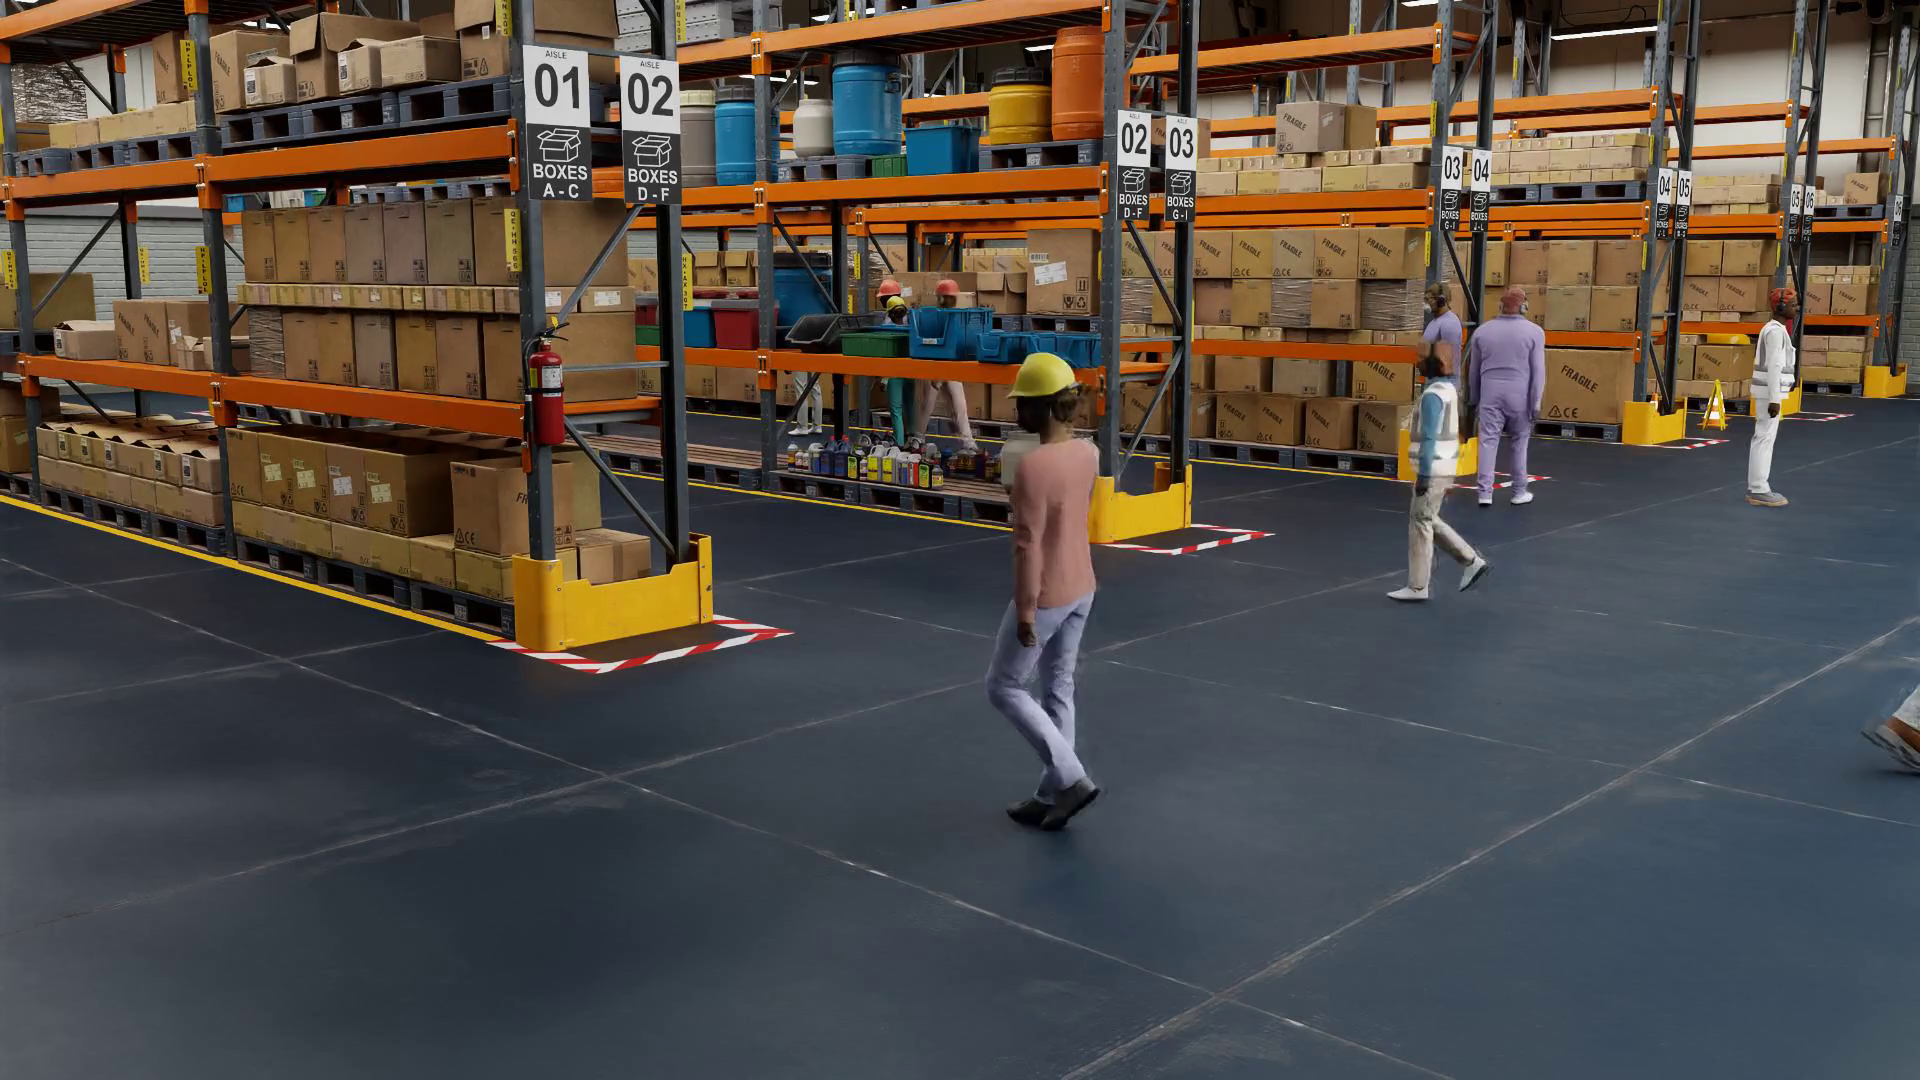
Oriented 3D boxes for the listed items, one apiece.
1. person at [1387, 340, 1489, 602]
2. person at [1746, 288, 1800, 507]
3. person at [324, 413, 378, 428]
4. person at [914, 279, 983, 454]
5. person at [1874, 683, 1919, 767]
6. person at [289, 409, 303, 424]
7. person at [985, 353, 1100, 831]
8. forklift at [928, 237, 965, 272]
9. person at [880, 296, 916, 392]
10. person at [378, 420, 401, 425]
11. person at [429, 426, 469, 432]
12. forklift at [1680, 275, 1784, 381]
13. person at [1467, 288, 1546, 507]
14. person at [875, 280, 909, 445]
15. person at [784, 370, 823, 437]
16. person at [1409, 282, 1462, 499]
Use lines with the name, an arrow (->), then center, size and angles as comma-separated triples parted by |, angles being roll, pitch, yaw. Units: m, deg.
person -> 2.943, -0.415, 10.207 | 0.494, 1.623, 0.518 | 4, 10, 25
person -> 7.108, -1.253, 14.548 | 0.359, 1.882, 0.575 | 4, 10, 22
person -> -5.400, -1.268, 14.852 | 0.598, 1.833, 0.403 | -6, 11, -34
person -> -0.159, -1.762, 17.508 | 0.617, 1.940, 1.041 | -7, 12, -38
person -> 4.228, 0.050, 6.558 | 0.988, 1.897, 0.631 | 2, 9, 12
person -> -7.678, -1.947, 18.974 | 0.556, 1.821, 0.946 | -9, 13, -43
person -> 0.321, 0.201, 6.031 | 0.384, 1.753, 0.535 | 6, 11, 34
forklift -> -0.326, -5.817, 39.609 | 1.129, 2.768, 1.873 | 9, 13, 43
person -> -0.668, -1.731, 17.857 | 0.332, 1.760, 0.531 | 8, 12, 41
person -> -6.298, -1.796, 18.068 | 0.629, 1.827, 0.502 | -8, 12, -41
person -> -4.445, -1.195, 14.406 | 0.618, 1.809, 0.447 | -7, 12, -37
forklift -> 12.480, -3.427, 27.053 | 1.214, 2.155, 2.313 | 9, 13, 43
person -> 4.745, -1.234, 14.457 | 0.688, 1.903, 0.551 | 6, 11, 34
person -> -0.772, -1.997, 18.992 | 0.384, 1.930, 0.540 | -2, 9, -12
person -> -1.931, -2.244, 20.486 | 0.388, 1.927, 0.589 | 9, 13, 44
person -> 4.310, -1.348, 14.992 | 0.375, 1.932, 0.621 | 0, 9, 2
